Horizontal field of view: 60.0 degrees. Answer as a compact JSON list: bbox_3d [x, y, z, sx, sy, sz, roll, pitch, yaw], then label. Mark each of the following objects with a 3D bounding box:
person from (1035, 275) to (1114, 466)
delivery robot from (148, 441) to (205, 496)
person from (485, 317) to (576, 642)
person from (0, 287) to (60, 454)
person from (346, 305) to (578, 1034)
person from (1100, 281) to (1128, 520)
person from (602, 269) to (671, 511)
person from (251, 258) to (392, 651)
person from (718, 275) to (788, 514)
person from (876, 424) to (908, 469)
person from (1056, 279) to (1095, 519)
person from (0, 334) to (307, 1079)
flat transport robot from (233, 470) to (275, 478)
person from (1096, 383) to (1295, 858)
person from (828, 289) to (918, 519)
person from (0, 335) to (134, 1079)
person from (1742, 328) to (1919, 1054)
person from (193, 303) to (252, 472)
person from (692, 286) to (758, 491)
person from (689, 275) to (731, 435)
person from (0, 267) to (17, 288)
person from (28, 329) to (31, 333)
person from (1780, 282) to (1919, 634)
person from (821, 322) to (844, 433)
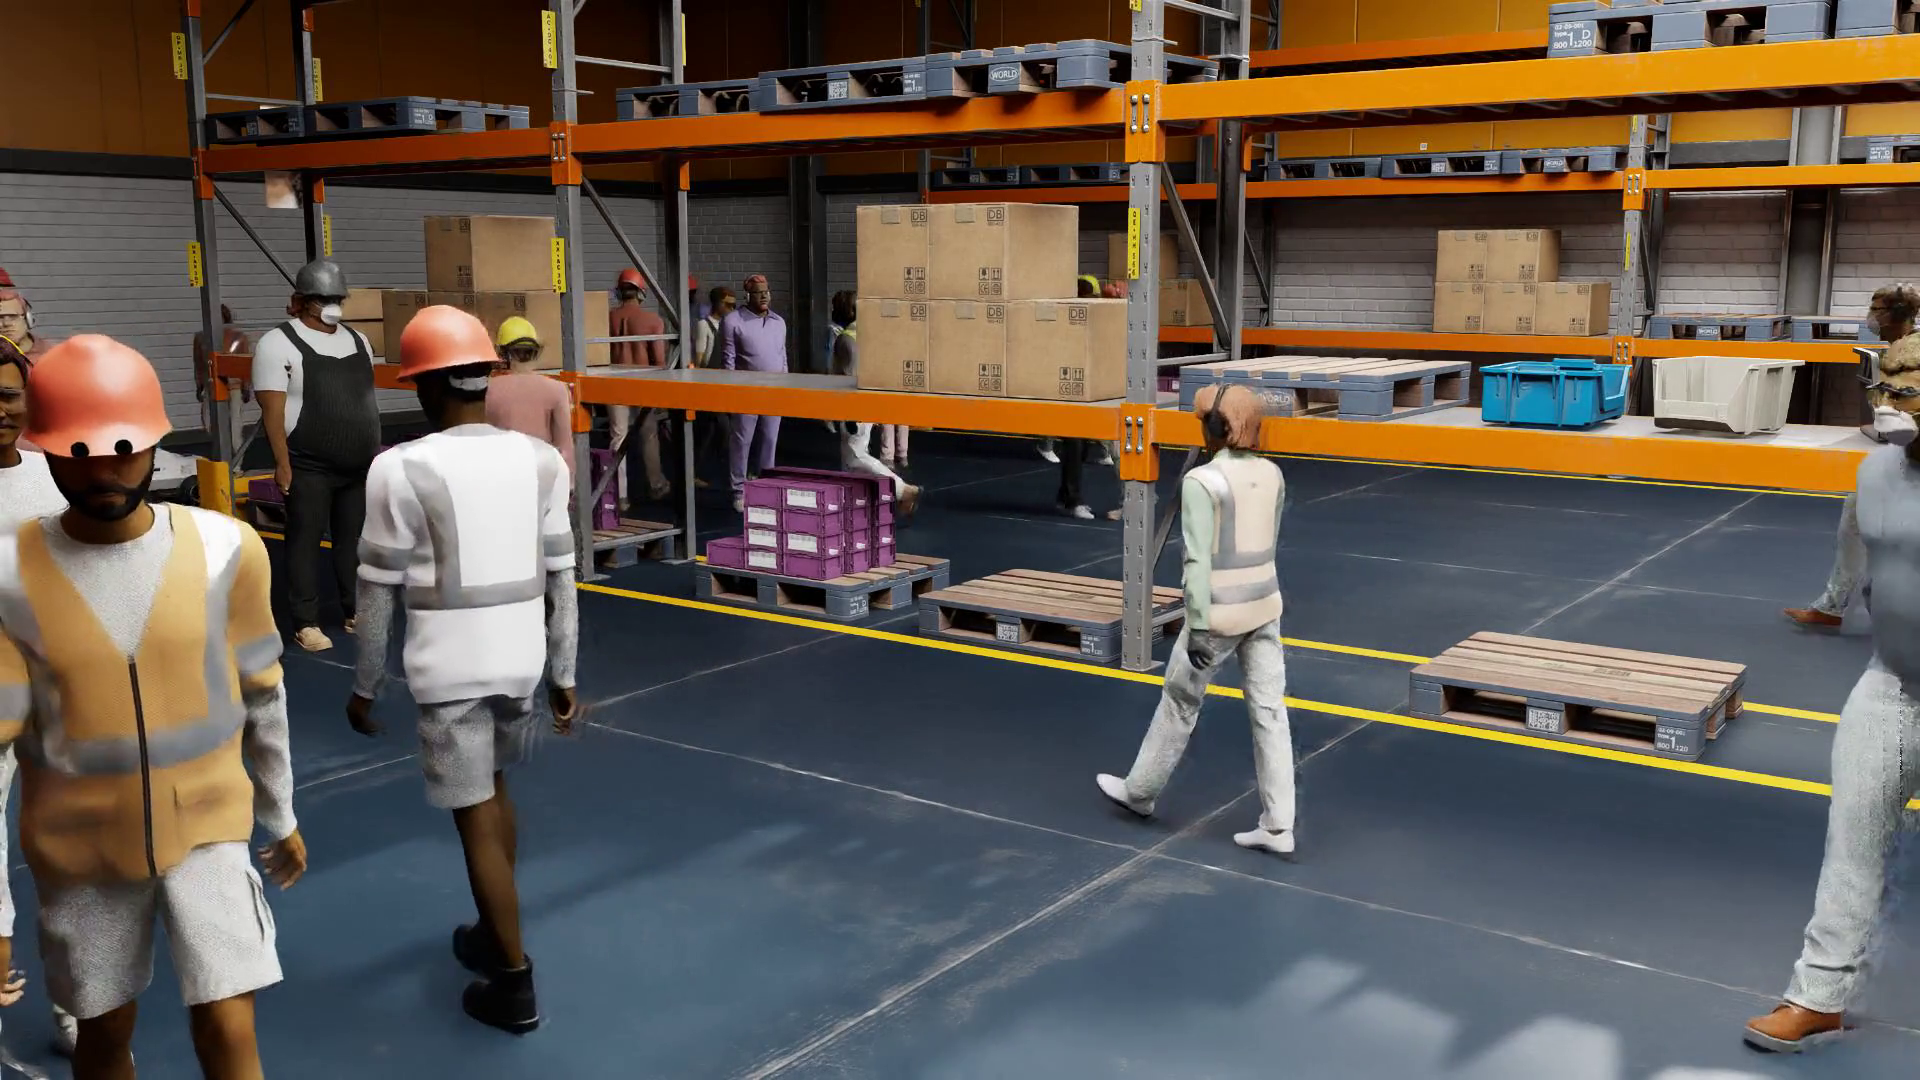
[{"bbox_3d":[1.181,-1.679,16.493,0.975,1.886,0.596,7,12,36],"label":"person"},{"bbox_3d":[-6.538,-0.561,13.520,0.477,0.478,0.707,9,13,43],"label":"delivery robot"},{"bbox_3d":[-2.362,-0.331,8.959,0.534,1.721,0.896,-7,12,-36],"label":"person"},{"bbox_3d":[-4.744,-0.327,8.431,0.666,1.888,0.439,-7,12,-34],"label":"person"},{"bbox_3d":[-1.357,0.335,4.462,0.749,1.905,0.545,8,13,40],"label":"person"},{"bbox_3d":[1.268,-1.060,12.888,0.414,1.859,0.640,-6,11,-31],"label":"person"},{"bbox_3d":[-2.702,-1.250,13.760,0.645,1.937,1.002,1,10,4],"label":"person"},{"bbox_3d":[-3.297,-0.456,8.755,0.538,2.000,0.684,6,11,32],"label":"person"},{"bbox_3d":[-1.628,-1.176,13.435,0.636,1.911,0.406,-8,13,-41],"label":"person"},{"bbox_3d":[-0.716,-1.692,16.252,0.388,1.992,0.625,5,11,30],"label":"person"},{"bbox_3d":[0.918,-1.117,13.144,0.616,1.900,0.480,-8,13,-40],"label":"person"},{"bbox_3d":[-1.487,0.579,3.040,0.602,1.887,0.944,-6,11,-32],"label":"person"},{"bbox_3d":[-5.614,-0.475,14.129,1.431,0.197,0.652,-2,10,-12],"label":"flat transport robot"},{"bbox_3d":[0.861,0.258,5.775,0.544,1.597,0.839,-8,12,-39],"label":"person"},{"bbox_3d":[-0.687,-0.993,12.655,0.730,1.822,0.628,2,10,14],"label":"person"},{"bbox_3d":[-2.276,0.427,4.010,0.309,1.868,0.535,9,13,42],"label":"person"},{"bbox_3d":[2.576,0.392,4.249,1.038,1.883,0.626,-2,10,-14],"label":"person"},{"bbox_3d":[-6.977,-1.428,15.763,0.531,1.626,0.371,-1,10,-7],"label":"person"},{"bbox_3d":[-2.052,-1.303,14.520,0.952,1.795,0.530,3,10,20],"label":"person"},{"bbox_3d":[-3.017,-2.152,19.409,0.847,1.875,0.564,-6,11,-30],"label":"person"},{"bbox_3d":[-8.569,-1.438,14.792,0.480,1.974,0.635,-8,13,-41],"label":"person"},{"bbox_3d":[-7.464,-1.067,13.060,0.651,1.810,0.460,3,10,16],"label":"person"},{"bbox_3d":[4.892,-0.423,8.960,0.895,1.901,0.654,4,10,22],"label":"person"},{"bbox_3d":[-1.360,-1.994,19.218,0.845,1.600,0.523,8,13,41],"label":"person"}]
